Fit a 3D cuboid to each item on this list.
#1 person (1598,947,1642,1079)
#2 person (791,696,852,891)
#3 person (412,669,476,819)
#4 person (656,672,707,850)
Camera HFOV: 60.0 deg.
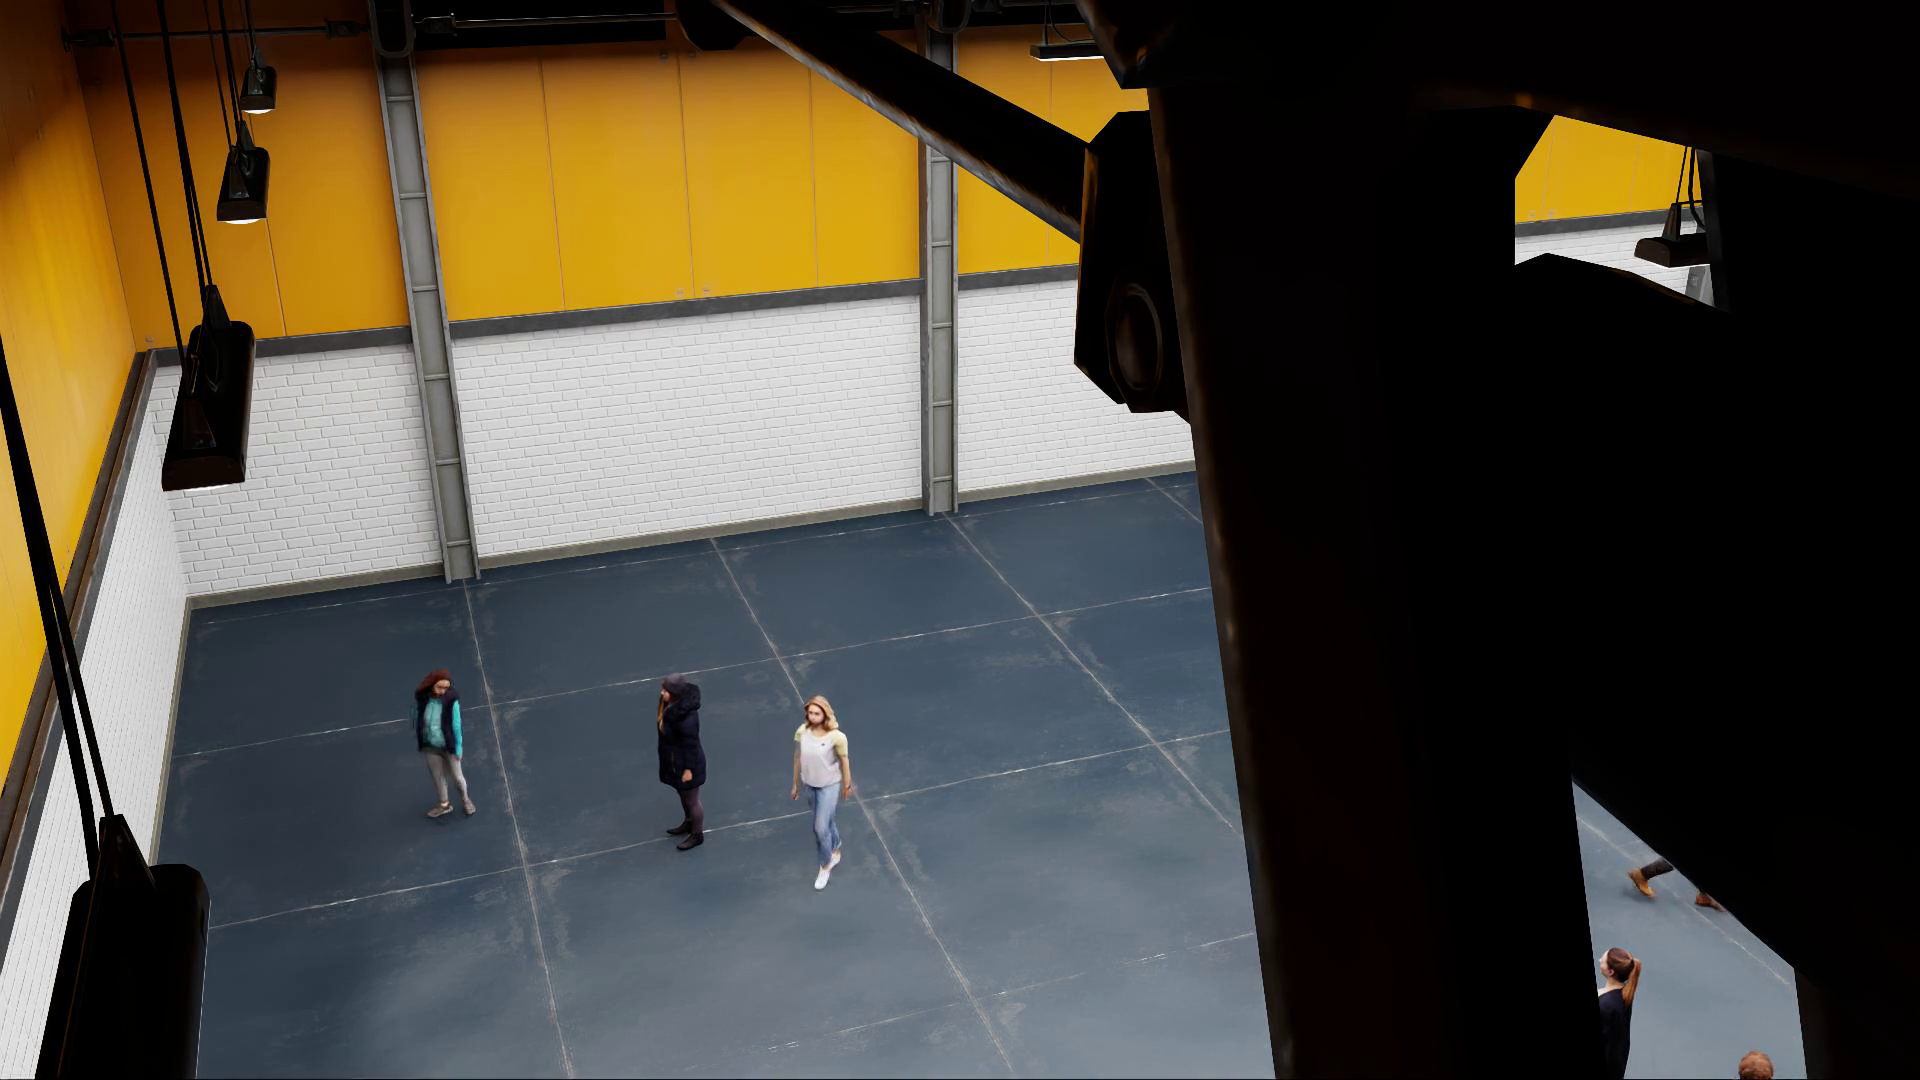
[{"bbox_3d":[4.200,3.377,10.862,0.776,1.683,0.653,21,31,39],"label":"person"},{"bbox_3d":[-1.117,2.023,13.932,0.878,1.705,0.940,11,26,24],"label":"person"},{"bbox_3d":[-4.625,1.794,14.733,0.669,1.483,0.765,10,26,22],"label":"person"},{"bbox_3d":[-2.378,1.878,14.301,0.668,1.675,0.694,-11,26,-24],"label":"person"}]
